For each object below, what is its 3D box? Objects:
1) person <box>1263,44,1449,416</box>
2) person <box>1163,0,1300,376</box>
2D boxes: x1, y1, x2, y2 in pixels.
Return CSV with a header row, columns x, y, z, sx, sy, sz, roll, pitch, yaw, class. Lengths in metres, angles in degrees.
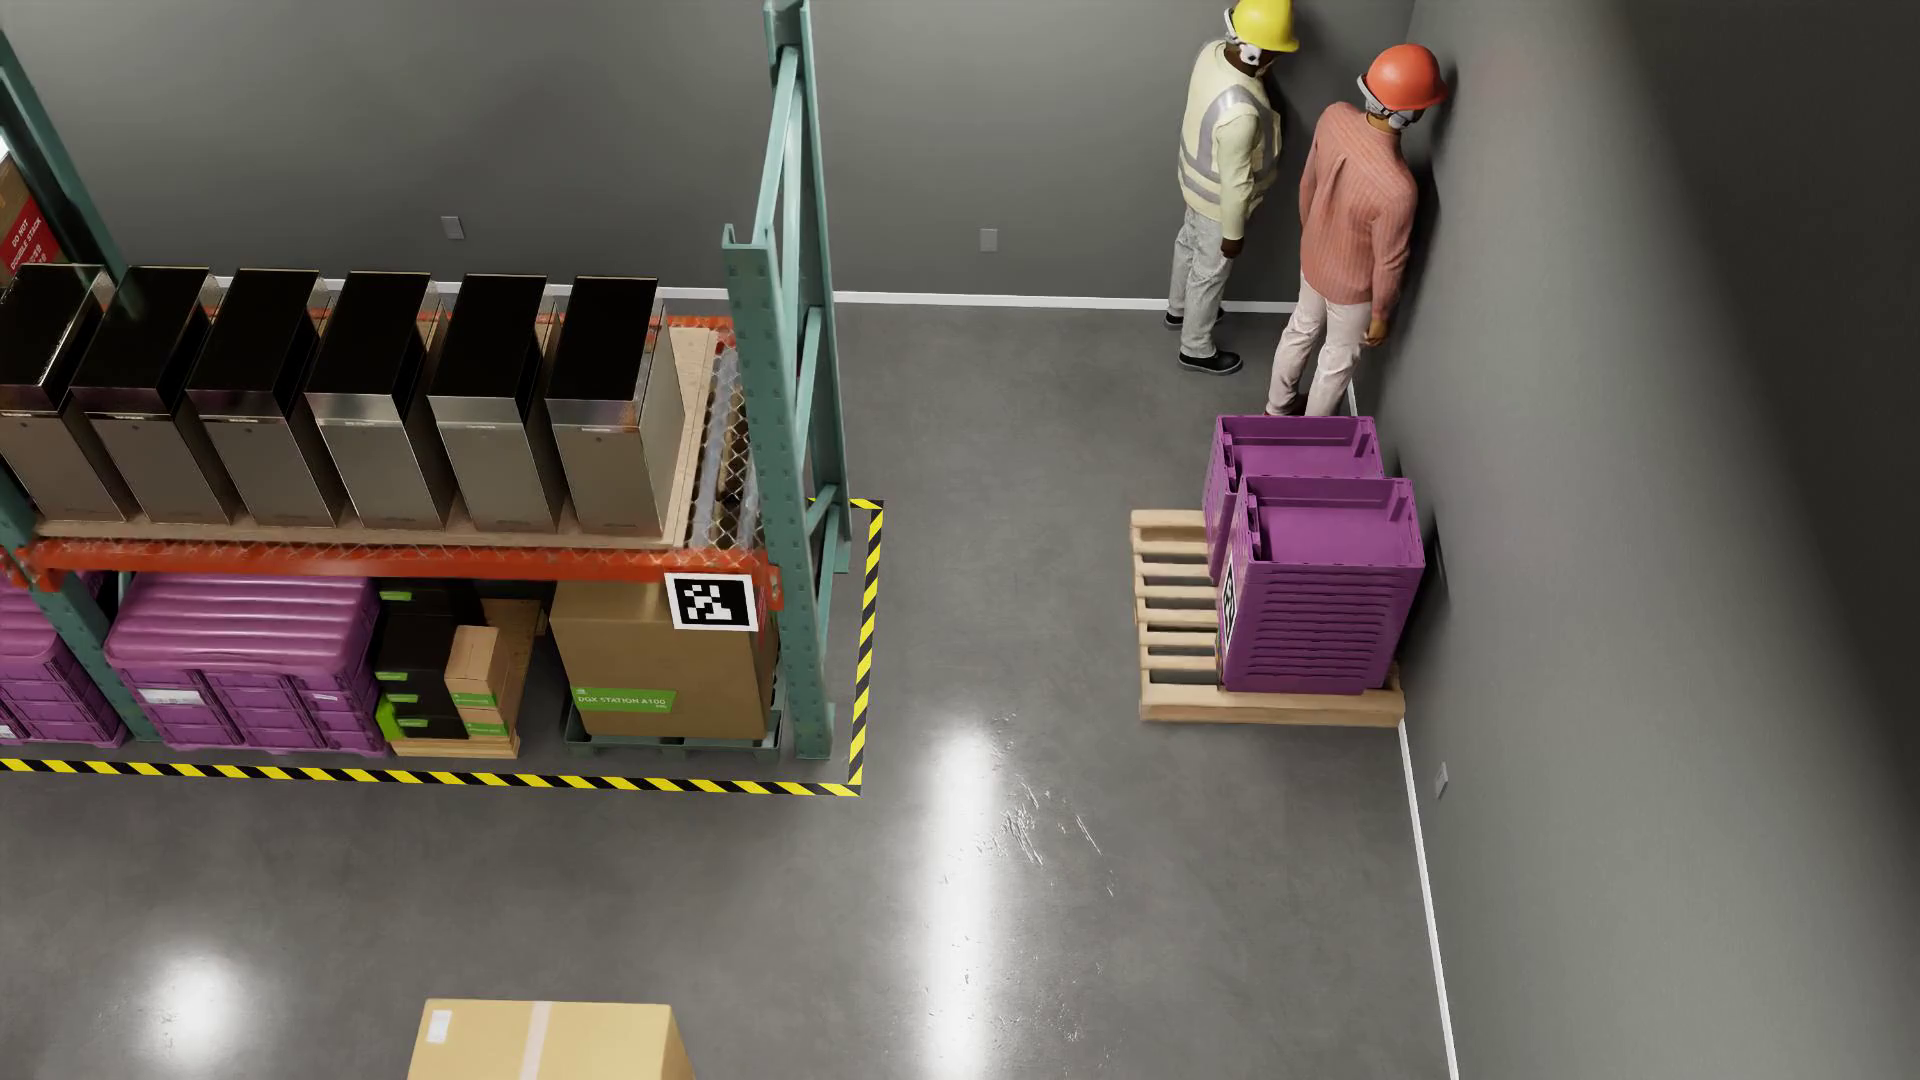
x,y,z,sx,sy,sz,roll,pitch,yaw,class
1.529,-1.069,6.499,0.397,1.992,0.623,-18,54,-13,person
1.104,-1.473,6.926,0.403,1.818,0.598,-5,52,-4,person
